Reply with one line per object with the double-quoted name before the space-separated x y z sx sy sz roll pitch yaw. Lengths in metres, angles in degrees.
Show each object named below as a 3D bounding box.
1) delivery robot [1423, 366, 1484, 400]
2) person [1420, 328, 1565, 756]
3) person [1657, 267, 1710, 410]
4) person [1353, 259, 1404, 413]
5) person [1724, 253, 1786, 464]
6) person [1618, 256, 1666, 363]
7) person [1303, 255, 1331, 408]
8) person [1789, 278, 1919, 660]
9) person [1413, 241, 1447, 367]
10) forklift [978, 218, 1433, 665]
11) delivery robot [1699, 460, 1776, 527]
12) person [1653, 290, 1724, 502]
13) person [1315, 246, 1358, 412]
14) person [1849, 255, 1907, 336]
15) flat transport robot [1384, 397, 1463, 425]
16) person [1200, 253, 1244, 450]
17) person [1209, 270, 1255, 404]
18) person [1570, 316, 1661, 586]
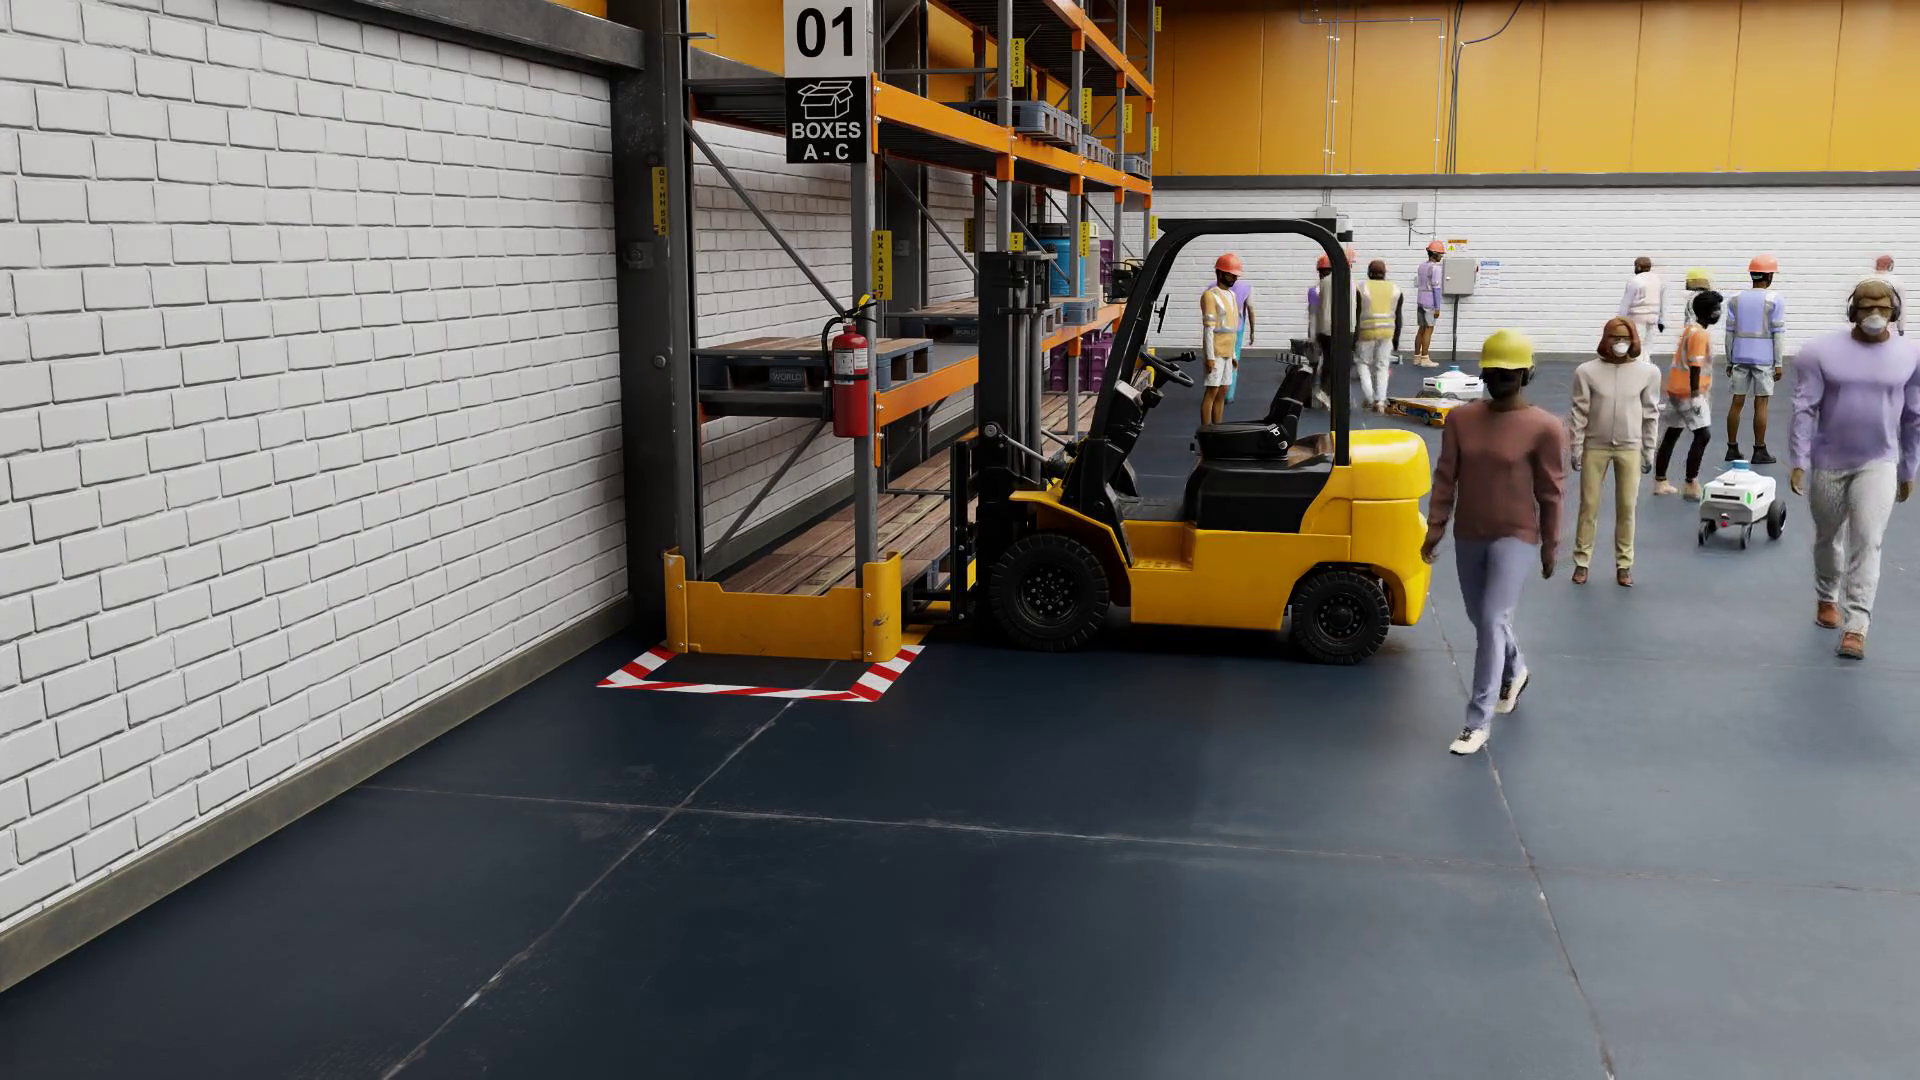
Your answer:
"delivery robot" 5.880 -1.832 19.806 0.707 0.478 0.477 -4 11 -23
"person" 2.271 -0.032 6.979 0.866 1.729 0.523 -10 14 -43
"person" 8.684 -2.382 19.866 0.518 1.716 0.701 -9 14 -40
"person" 4.951 -2.426 19.839 0.652 1.824 0.444 -1 10 -7
"person" 7.359 -1.673 15.396 0.360 1.939 0.543 -8 13 -38
"person" 9.550 -3.061 23.332 0.666 1.821 0.468 -4 11 -23
"person" 4.427 -2.473 19.973 0.536 1.889 1.019 -2 10 -10
"person" 4.609 -0.401 8.568 0.624 1.900 1.014 5 12 27
"person" 7.576 -3.788 26.762 0.419 2.031 0.609 -2 11 -11
"forklift" 1.285 -0.567 8.635 2.313 2.155 1.214 2 11 11
"delivery robot" 5.361 -0.308 11.455 0.477 0.478 0.707 8 13 38
"person" 5.826 -1.145 13.229 0.491 1.670 0.566 3 11 16
"person" 4.477 -2.488 19.754 0.518 1.975 0.647 -6 12 -32
"person" 12.281 -2.877 22.264 1.008 1.851 0.653 -9 14 -42
"flat transport robot" 5.427 -1.465 18.833 0.652 0.197 1.431 -2 11 -11
"person" 2.571 -1.829 16.282 0.374 1.928 0.543 7 13 35
"person" 3.447 -2.646 21.141 0.594 1.785 0.980 3 11 16
"person" 3.922 -0.532 10.009 0.494 1.625 0.281 3 11 16
